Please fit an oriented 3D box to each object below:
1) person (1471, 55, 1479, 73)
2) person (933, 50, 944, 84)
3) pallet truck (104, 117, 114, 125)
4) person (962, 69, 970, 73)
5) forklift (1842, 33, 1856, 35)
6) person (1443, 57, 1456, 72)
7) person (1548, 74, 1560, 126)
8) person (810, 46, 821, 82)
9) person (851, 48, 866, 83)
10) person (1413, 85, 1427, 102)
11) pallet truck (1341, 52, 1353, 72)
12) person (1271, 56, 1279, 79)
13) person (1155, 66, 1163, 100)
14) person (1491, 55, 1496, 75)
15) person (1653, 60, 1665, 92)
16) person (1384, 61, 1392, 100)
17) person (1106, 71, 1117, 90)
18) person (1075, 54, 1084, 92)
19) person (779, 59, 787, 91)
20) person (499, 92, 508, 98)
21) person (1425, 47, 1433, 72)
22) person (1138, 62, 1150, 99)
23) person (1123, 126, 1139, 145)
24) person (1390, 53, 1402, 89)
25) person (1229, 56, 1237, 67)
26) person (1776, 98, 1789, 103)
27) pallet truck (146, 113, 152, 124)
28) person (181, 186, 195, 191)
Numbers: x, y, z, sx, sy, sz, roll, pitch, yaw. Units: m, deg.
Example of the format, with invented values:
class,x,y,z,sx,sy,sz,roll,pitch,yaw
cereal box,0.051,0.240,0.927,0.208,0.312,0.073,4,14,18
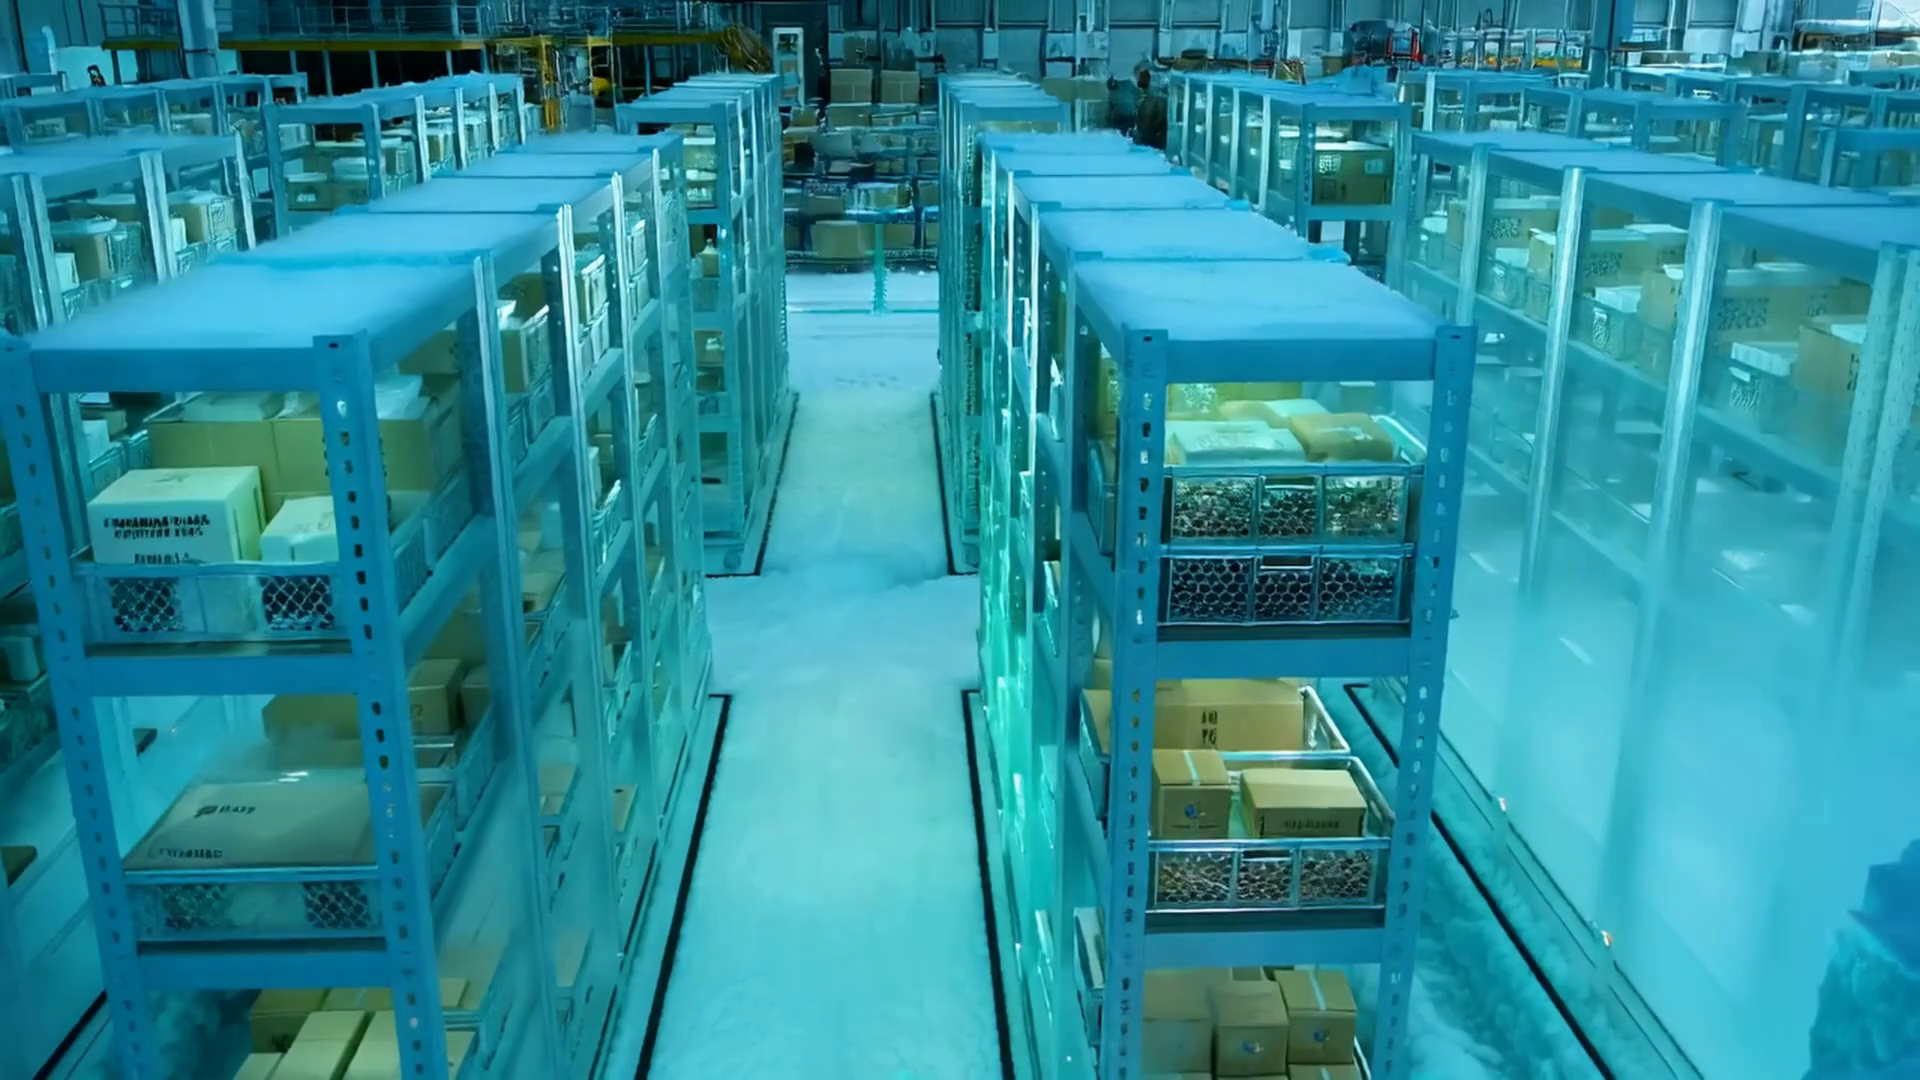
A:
class,x,y,z,sx,sy,sz,roll,pitch,yaw
person,24.888,-22.514,80.535,1.025,1.889,0.630,-5,18,-14
person,-1.101,-25.068,88.430,0.626,1.888,0.733,-5,18,-14
pallet truck,-18.367,-7.885,35.078,1.885,1.965,0.823,1,18,2
person,0.213,-15.830,59.590,0.376,2.044,0.607,-8,19,-23
forklift,45.972,-24.928,86.404,1.873,2.768,1.129,1,18,4
person,22.591,-21.346,76.887,0.593,1.907,0.792,9,20,25
person,20.103,-14.885,56.669,1.010,2.000,0.699,10,20,28
person,-8.180,-26.934,94.127,0.635,1.936,0.438,-4,18,-12
person,-5.652,-26.538,92.970,0.990,1.881,0.564,-12,21,-33
person,16.241,-15.561,58.935,0.544,1.933,0.376,-10,20,-27
pallet truck,18.794,-23.123,82.231,0.823,1.965,1.885,-13,22,-35
person,16.300,-24.050,85.619,0.632,1.679,0.538,12,21,33
person,8.306,-18.823,69.304,0.319,1.763,0.522,0,18,1
person,26.135,-22.731,81.224,0.756,1.882,0.684,6,19,17
person,30.163,-19.733,71.793,0.367,1.965,0.604,-9,20,-27
person,19.646,-21.139,76.523,0.398,1.731,0.488,12,21,32
person,5.683,-16.611,62.310,0.327,1.862,0.503,-16,24,-41
person,5.990,-23.461,83.540,0.466,1.834,0.649,1,18,4
person,-8.684,-22.745,81.323,0.429,1.836,0.629,-7,19,-20
person,-17.159,-16.735,62.741,0.994,1.822,0.598,1,18,4
person,26.060,-26.384,92.433,0.382,1.926,0.549,-1,18,-2
person,7.475,-18.429,67.711,0.376,1.995,0.612,-15,23,-39
person,3.632,-8.190,36.455,0.549,1.713,0.895,8,19,22
person,22.578,-24.292,86.112,0.487,1.832,0.543,-1,18,-4
person,13.154,-22.378,80.116,1.041,1.882,0.652,11,21,30
person,28.970,-15.290,58.506,0.540,1.680,0.505,-13,22,-34
pallet truck,-18.087,-8.309,36.390,1.885,1.965,0.823,-1,18,-4
person,-12.519,-5.107,26.743,0.404,1.833,0.590,12,21,32
